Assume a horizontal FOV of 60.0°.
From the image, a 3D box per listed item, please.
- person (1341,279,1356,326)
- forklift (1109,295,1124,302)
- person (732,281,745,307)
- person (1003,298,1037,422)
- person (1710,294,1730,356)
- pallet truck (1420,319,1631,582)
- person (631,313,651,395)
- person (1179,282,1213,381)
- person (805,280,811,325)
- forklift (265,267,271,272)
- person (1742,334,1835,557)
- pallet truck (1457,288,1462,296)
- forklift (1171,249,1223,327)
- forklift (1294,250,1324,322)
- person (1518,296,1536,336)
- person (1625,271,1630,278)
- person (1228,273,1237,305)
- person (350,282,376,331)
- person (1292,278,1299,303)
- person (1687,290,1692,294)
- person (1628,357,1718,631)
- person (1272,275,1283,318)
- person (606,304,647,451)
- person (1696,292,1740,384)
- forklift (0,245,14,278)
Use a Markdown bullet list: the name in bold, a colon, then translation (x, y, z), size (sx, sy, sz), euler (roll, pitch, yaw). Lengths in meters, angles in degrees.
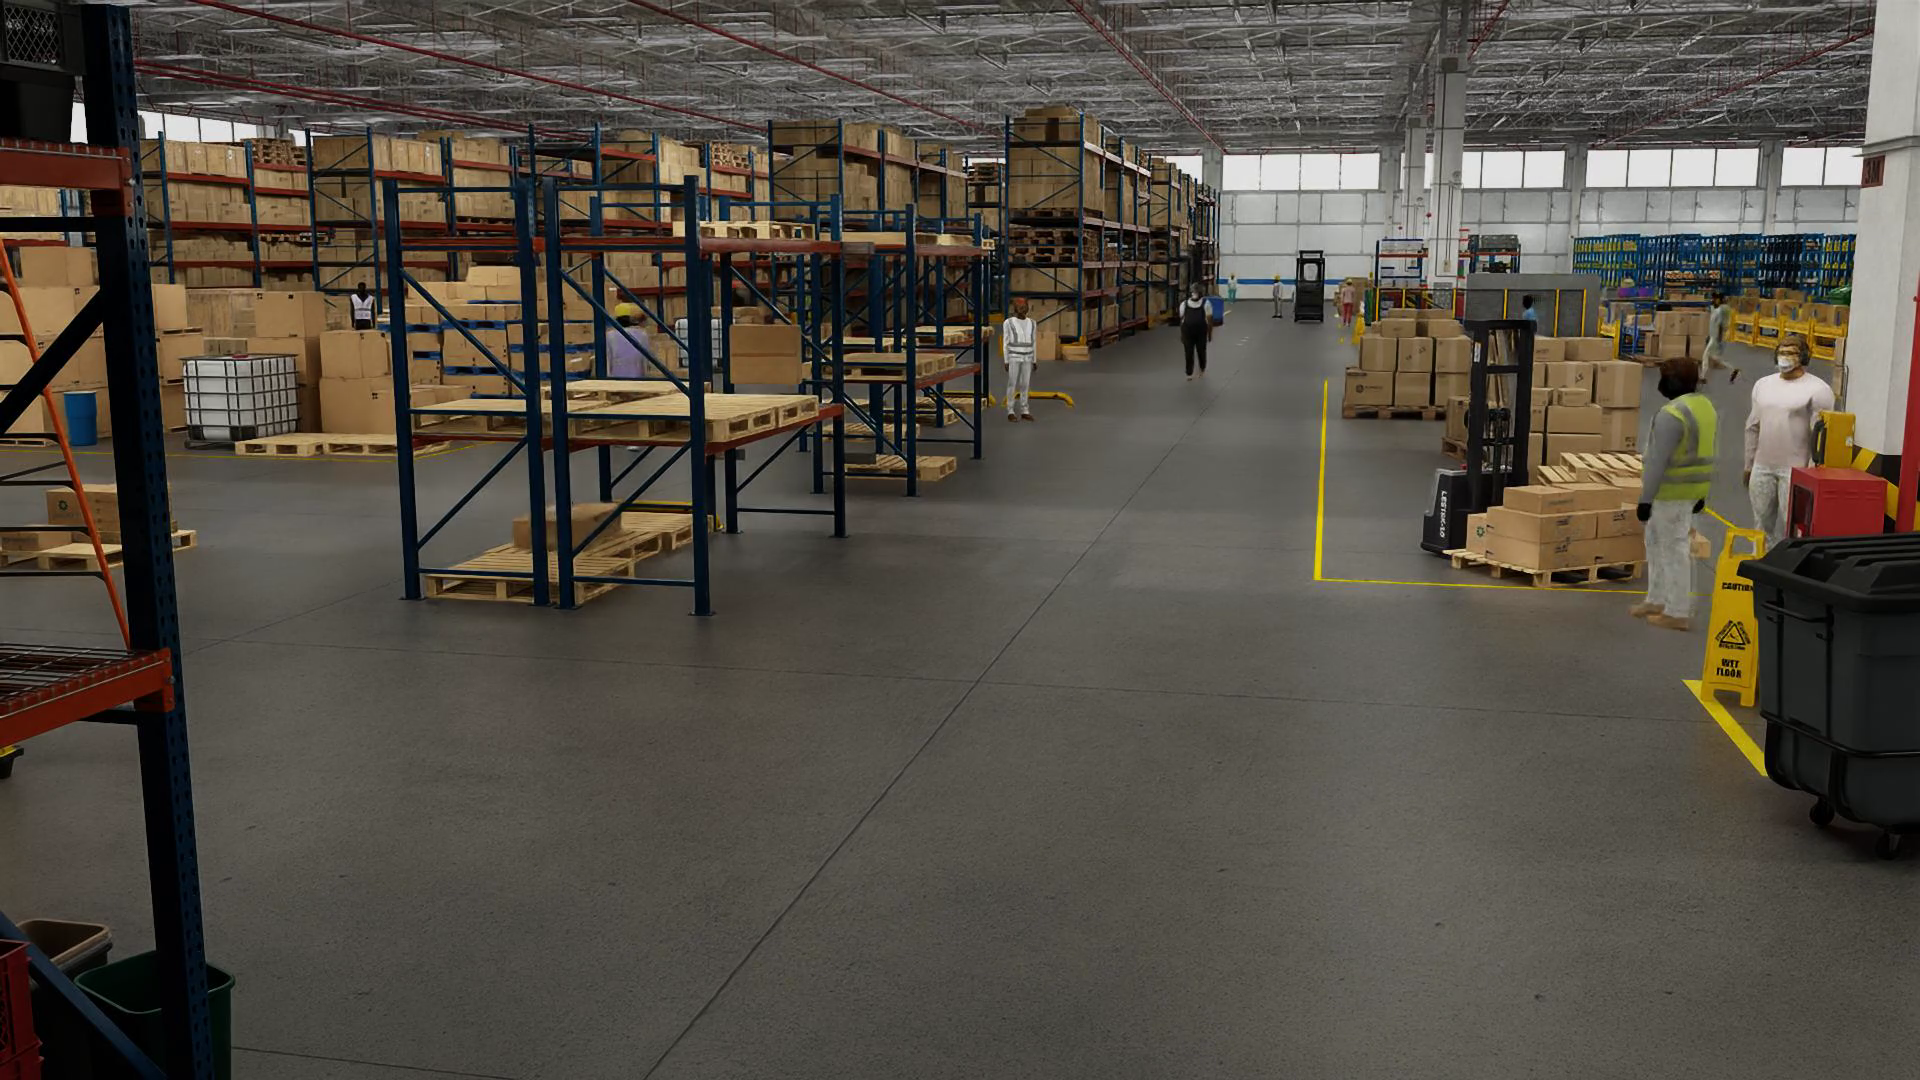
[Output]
- **person**: translation (14.450, -8.814, 61.832), size (0.536, 1.720, 0.880), euler (3, 10, 18)
- **forklift**: translation (5.140, -9.402, 61.881), size (1.873, 2.768, 1.129), euler (2, 10, 11)
- **person**: translation (-5.323, -5.204, 39.732), size (0.903, 1.968, 0.622), euler (9, 13, 42)
- **person**: translation (0.924, -2.746, 25.420), size (0.575, 1.883, 0.355), euler (-5, 11, -28)
- **person**: translation (19.471, -5.505, 42.613), size (0.505, 1.597, 0.850), euler (1, 10, 9)
- **pallet truck**: translation (4.543, -0.757, 13.299), size (0.823, 1.965, 1.885), euler (-4, 10, -22)
- **person**: translation (-5.216, -2.845, 26.833), size (0.318, 1.610, 0.659), euler (3, 10, 19)
- **person**: translation (4.838, -4.300, 34.151), size (0.689, 2.000, 0.706), euler (2, 10, 14)
- **person**: translation (-5.620, -8.881, 62.304), size (0.533, 1.694, 0.319), euler (-3, 10, -19)
- **forklift**: translation (-24.476, -8.751, 58.025), size (1.129, 2.768, 1.873), euler (-3, 10, -18)
- **person**: translation (5.949, -0.513, 12.029), size (0.372, 1.940, 0.630), euler (-6, 11, -30)
- **pallet truck**: translation (20.506, -9.785, 68.819), size (0.653, 1.274, 1.630), euler (2, 10, 12)
- **forklift**: translation (8.678, -9.197, 60.670), size (1.873, 2.768, 1.129), euler (1, 10, 8)
- **forklift**: translation (13.778, -10.002, 65.433), size (1.129, 2.768, 1.873), euler (2, 10, 12)
- **person**: translation (13.001, -4.765, 38.092), size (0.969, 1.630, 0.542), euler (2, 10, 10)
- **person**: translation (32.316, -12.096, 80.580), size (0.379, 1.950, 0.608), euler (5, 11, 28)
- **person**: translation (14.752, -13.584, 90.034), size (0.529, 1.735, 0.828), euler (3, 10, 15)
- **person**: translation (-14.874, -5.467, 41.462), size (0.591, 1.910, 0.387), euler (-5, 11, -27)
- **person**: translation (14.293, -10.253, 70.470), size (0.568, 1.673, 0.558), euler (-3, 10, -17)
- **person**: translation (35.833, -12.281, 82.026), size (0.605, 1.826, 0.507), euler (0, 10, -1)
- **person**: translation (4.697, -0.315, 11.182), size (0.653, 1.825, 0.634), euler (-9, 13, -44)
- **person**: translation (13.403, -10.288, 70.277), size (0.404, 1.824, 0.584), euler (-4, 10, -22)
- **person**: translation (-4.385, -2.115, 21.661), size (0.614, 1.879, 0.973), euler (-5, 11, -27)
- **person**: translation (15.030, -3.999, 32.976), size (0.847, 1.848, 0.519), euler (4, 10, 20)
- **forklift**: translation (-24.886, -6.297, 43.492), size (1.873, 2.768, 1.129), euler (-5, 11, -28)
